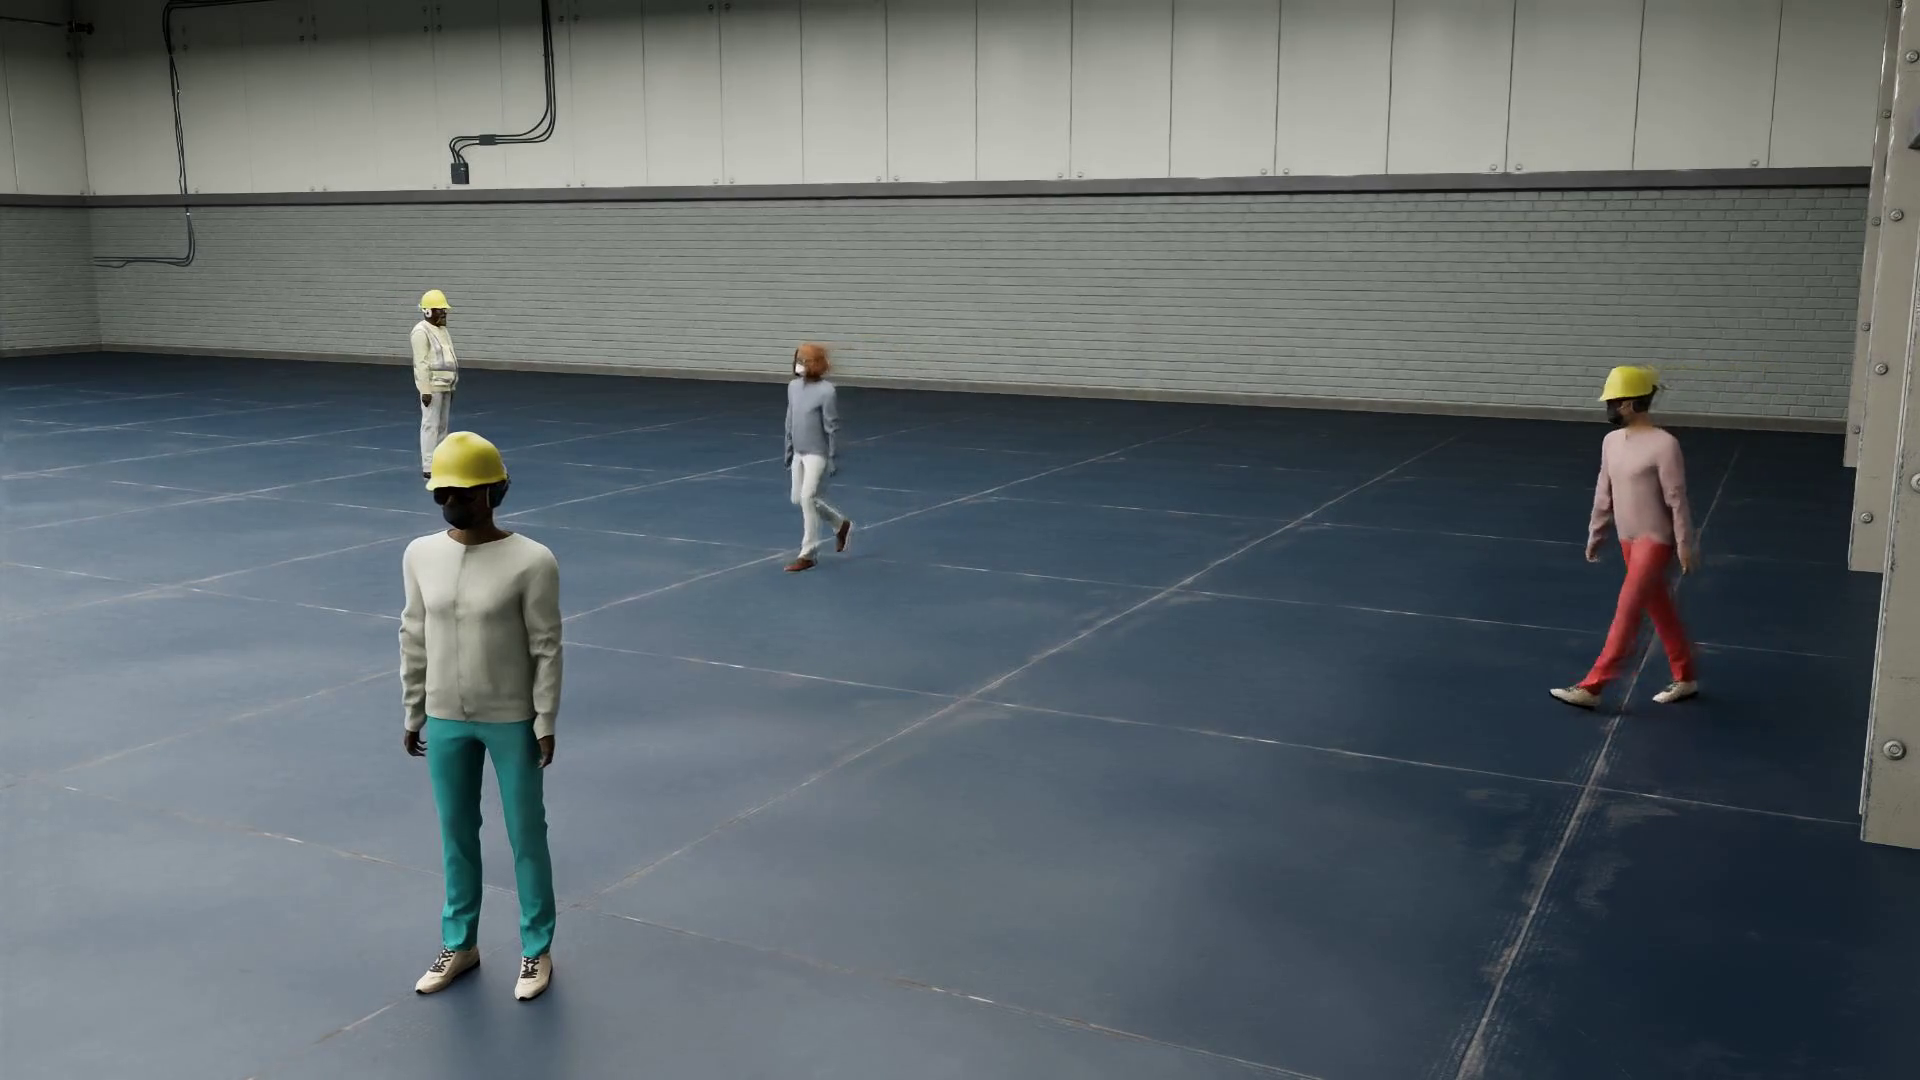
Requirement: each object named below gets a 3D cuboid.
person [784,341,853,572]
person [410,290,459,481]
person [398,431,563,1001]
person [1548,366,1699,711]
[{"bbox_3d":[-1.012,-0.604,11.775,0.607,1.617,0.509,-9,14,-40],"label":"person"},{"bbox_3d":[-5.022,-1.480,15.981,0.404,1.830,0.601,1,10,5],"label":"person"},{"bbox_3d":[-1.474,0.545,5.125,0.525,1.769,0.313,2,11,9],"label":"person"},{"bbox_3d":[3.340,-0.002,8.251,0.936,1.702,0.546,-2,11,-12],"label":"person"}]
